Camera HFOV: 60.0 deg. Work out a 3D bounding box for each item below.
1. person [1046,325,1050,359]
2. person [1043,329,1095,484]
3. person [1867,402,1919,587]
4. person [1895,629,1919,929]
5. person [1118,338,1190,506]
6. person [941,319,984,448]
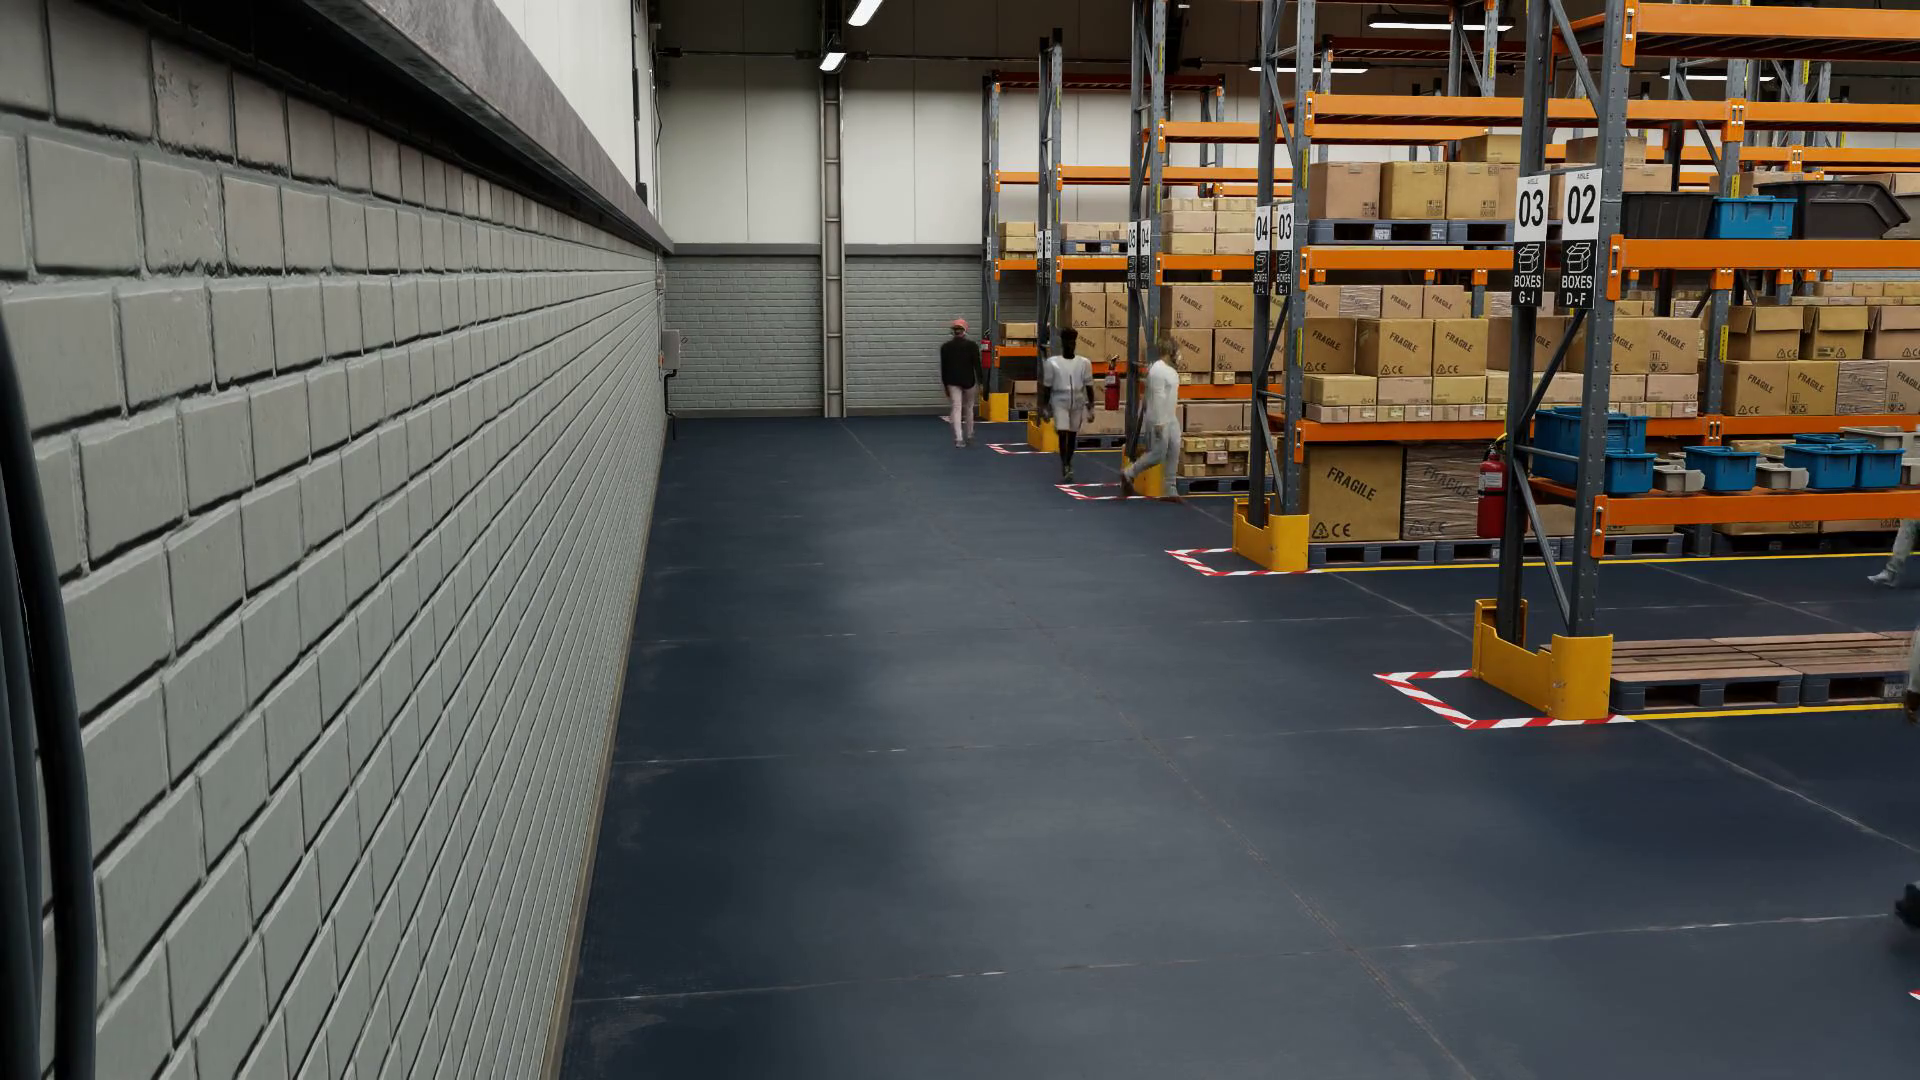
[{"bbox_3d":[1.512,-2.451,25.996,0.631,1.810,0.679,1,9,9],"label":"person"},{"bbox_3d":[1.385,-1.662,20.761,0.630,1.914,0.969,-2,9,-10],"label":"person"},{"bbox_3d":[8.001,-0.429,13.780,0.739,1.704,0.507,-3,10,-15],"label":"person"},{"bbox_3d":[4.000,0.606,6.543,0.745,2.006,0.677,-5,10,-28],"label":"person"},{"bbox_3d":[2.233,-1.342,18.876,0.776,1.896,0.640,5,11,30],"label":"person"},{"bbox_3d":[0.030,-2.364,25.099,0.639,1.930,0.963,0,9,0],"label":"person"}]
